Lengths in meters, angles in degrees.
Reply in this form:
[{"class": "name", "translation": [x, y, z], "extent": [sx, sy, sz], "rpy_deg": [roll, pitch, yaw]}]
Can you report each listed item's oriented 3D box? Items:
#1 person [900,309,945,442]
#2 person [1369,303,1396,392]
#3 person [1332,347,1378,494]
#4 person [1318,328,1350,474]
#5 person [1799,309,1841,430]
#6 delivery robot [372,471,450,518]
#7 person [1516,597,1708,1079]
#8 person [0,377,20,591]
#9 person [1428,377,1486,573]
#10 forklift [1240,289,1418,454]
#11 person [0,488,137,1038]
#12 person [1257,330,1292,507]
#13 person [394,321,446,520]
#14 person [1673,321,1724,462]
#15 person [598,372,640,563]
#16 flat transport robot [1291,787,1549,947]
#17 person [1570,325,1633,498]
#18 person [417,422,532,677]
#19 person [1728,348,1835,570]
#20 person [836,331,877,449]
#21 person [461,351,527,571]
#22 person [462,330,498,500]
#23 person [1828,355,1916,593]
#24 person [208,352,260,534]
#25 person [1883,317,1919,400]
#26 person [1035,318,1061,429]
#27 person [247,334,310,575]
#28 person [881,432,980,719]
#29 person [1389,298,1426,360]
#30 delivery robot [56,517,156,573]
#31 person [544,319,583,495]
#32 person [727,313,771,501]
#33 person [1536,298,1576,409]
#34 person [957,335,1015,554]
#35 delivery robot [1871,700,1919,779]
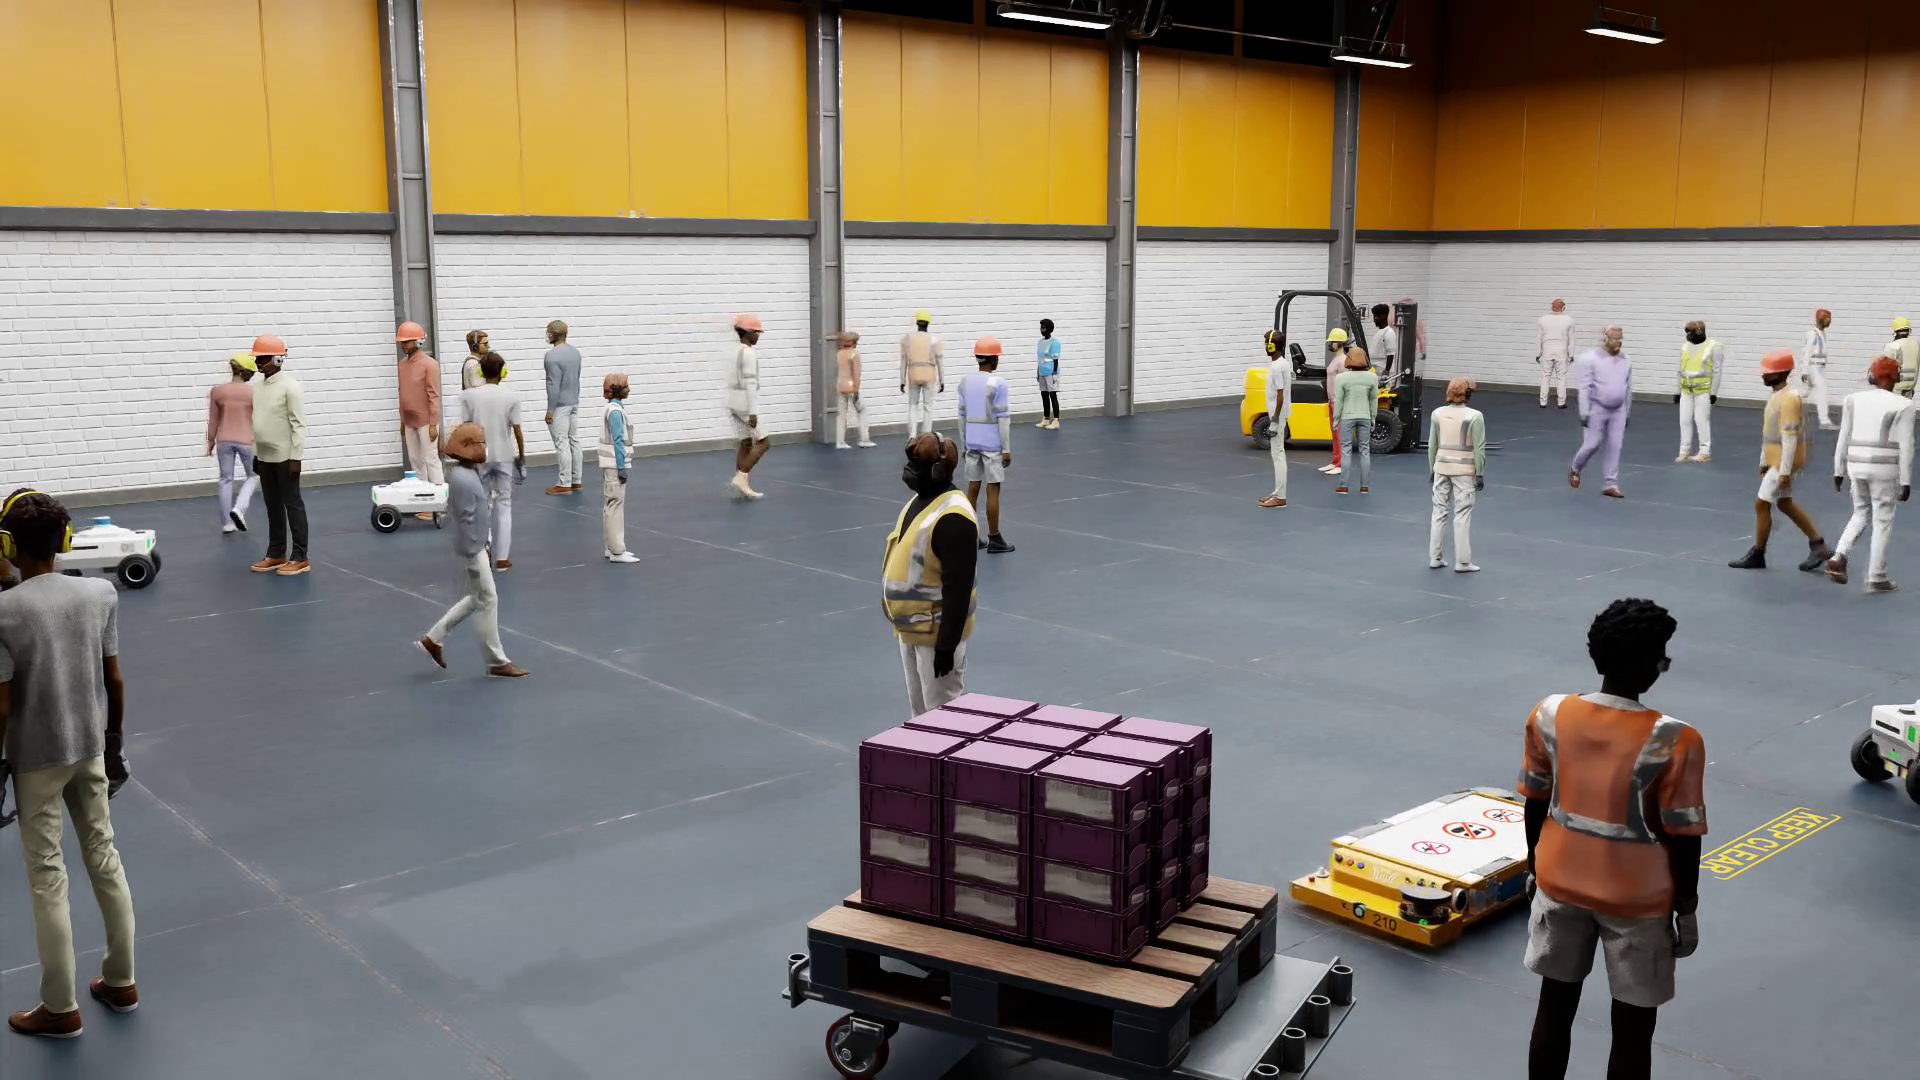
[{"class": "person", "translation": [-0.520, -2.228, 22.997], "extent": [0.609, 1.901, 0.438], "rpy_deg": [1, 10, 7]}, {"class": "person", "translation": [6.056, -2.418, 23.932], "extent": [0.368, 1.960, 0.602], "rpy_deg": [-1, 10, -4]}, {"class": "person", "translation": [4.385, -1.325, 18.477], "extent": [0.500, 1.636, 0.281], "rpy_deg": [-1, 10, -4]}, {"class": "person", "translation": [4.558, -1.676, 20.159], "extent": [0.310, 1.769, 0.525], "rpy_deg": [0, 10, 0]}, {"class": "person", "translation": [13.052, -2.631, 25.551], "extent": [0.955, 1.847, 0.579], "rpy_deg": [7, 12, 37]}, {"class": "delivery robot", "translation": [-5.302, -0.422, 16.079], "extent": [0.707, 0.478, 0.477], "rpy_deg": [-3, 10, -17]}, {"class": "person", "translation": [1.836, 0.999, 4.708], "extent": [0.317, 1.690, 0.540], "rpy_deg": [-8, 13, -41]}, {"class": "person", "translation": [-7.501, -0.439, 12.540], "extent": [0.835, 1.906, 0.543], "rpy_deg": [-7, 12, -36]}, {"class": "person", "translation": [4.150, -0.547, 13.922], "extent": [0.310, 1.636, 0.523], "rpy_deg": [-8, 13, -39]}, {"class": "forklift", "translation": [5.034, -2.339, 22.783], "extent": [2.313, 2.155, 1.214], "rpy_deg": [3, 10, 16]}, {"class": "person", "translation": [-3.071, 0.752, 5.639], "extent": [0.328, 1.872, 0.513], "rpy_deg": [5, 11, 28]}, {"class": "person", "translation": [3.311, -1.267, 17.486], "extent": [0.335, 1.864, 0.521], "rpy_deg": [3, 10, 16]}, {"class": "person", "translation": [-5.443, -1.195, 16.704], "extent": [0.614, 1.987, 0.407], "rpy_deg": [7, 12, 37]}, {"class": "person", "translation": [9.462, -1.899, 21.362], "extent": [0.470, 1.819, 0.662], "rpy_deg": [-5, 11, -28]}, {"class": "person", "translation": [-2.964, -0.625, 14.368], "extent": [0.314, 1.641, 0.515], "rpy_deg": [-3, 10, -17]}, {"class": "flat transport robot", "translation": [2.085, 1.326, 6.951], "extent": [1.431, 0.197, 0.652], "rpy_deg": [-9, 13, -41]}, {"class": "person", "translation": [7.099, -1.431, 18.345], "extent": [0.657, 1.890, 0.663], "rpy_deg": [-2, 10, -10]}, {"class": "person", "translation": [-3.055, 0.072, 10.358], "extent": [0.643, 1.618, 0.517], "rpy_deg": [-3, 10, -15]}, {"class": "person", "translation": [6.943, -0.655, 13.843], "extent": [0.788, 1.885, 0.660], "rpy_deg": [2, 10, 12]}, {"class": "person", "translation": [-1.438, -2.049, 22.802], "extent": [0.675, 1.612, 0.507], "rpy_deg": [-8, 13, -40]}, {"class": "person", "translation": [-3.901, -0.651, 13.902], "extent": [0.555, 1.849, 0.441], "rpy_deg": [-1, 10, -4]}, {"class": "person", "translation": [-5.206, -1.348, 18.001], "extent": [0.330, 1.844, 0.519], "rpy_deg": [-4, 10, -20]}, {"class": "person", "translation": [7.119, -0.509, 13.030], "extent": [0.493, 1.865, 0.635], "rpy_deg": [-5, 11, -27]}, {"class": "person", "translation": [-6.863, -0.910, 15.768], "extent": [0.604, 1.729, 0.495], "rpy_deg": [-1, 10, -3]}, {"class": "person", "translation": [12.504, -2.054, 22.186], "extent": [0.592, 1.828, 0.404], "rpy_deg": [-3, 10, -17]}, {"class": "person", "translation": [1.344, -2.537, 25.415], "extent": [0.319, 1.691, 0.535], "rpy_deg": [-6, 11, -29]}, {"class": "person", "translation": [-5.675, -0.708, 13.818], "extent": [0.611, 1.995, 0.375], "rpy_deg": [6, 11, 31]}, {"class": "person", "translation": [-0.144, 0.420, 7.658], "extent": [0.429, 1.847, 0.627], "rpy_deg": [-3, 10, -20]}, {"class": "person", "translation": [8.167, -3.449, 30.220], "extent": [0.679, 1.866, 0.909], "rpy_deg": [9, 13, 41]}, {"class": "delivery robot", "translation": [-6.822, 0.058, 13.272], "extent": [0.707, 0.478, 0.477], "rpy_deg": [-4, 10, -20]}, {"class": "person", "translation": [-4.411, -1.468, 18.434], "extent": [0.357, 1.937, 0.637], "rpy_deg": [3, 10, 15]}, {"class": "person", "translation": [-2.273, -1.418, 17.892], "extent": [0.447, 2.019, 0.636], "rpy_deg": [-5, 11, -28]}, {"class": "person", "translation": [10.324, -3.229, 28.837], "extent": [0.651, 1.906, 0.403], "rpy_deg": [5, 11, 27]}, {"class": "person", "translation": [0.236, -0.850, 14.812], "extent": [0.543, 1.939, 0.370], "rpy_deg": [8, 13, 41]}, {"class": "delivery robot", "translation": [4.868, 0.934, 8.142], "extent": [0.707, 0.478, 0.477], "rpy_deg": [-1, 10, -6]}]
